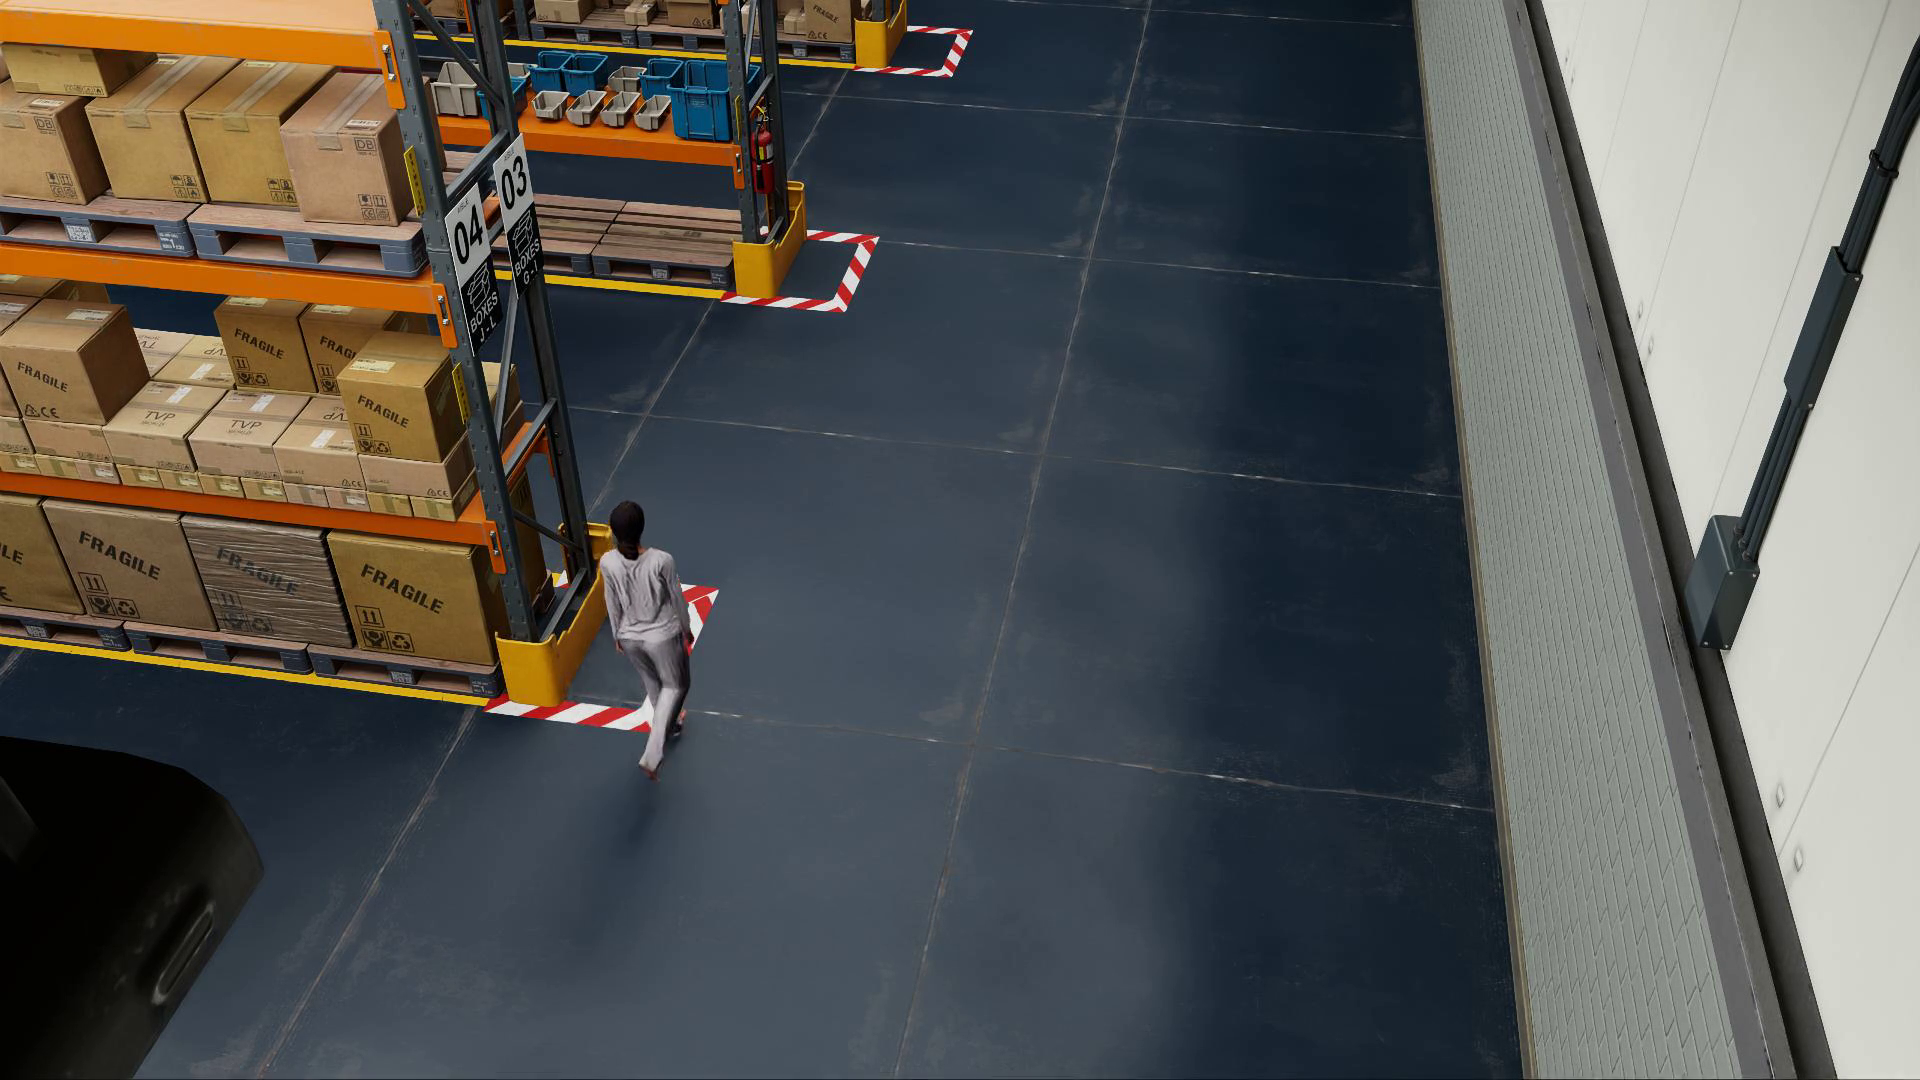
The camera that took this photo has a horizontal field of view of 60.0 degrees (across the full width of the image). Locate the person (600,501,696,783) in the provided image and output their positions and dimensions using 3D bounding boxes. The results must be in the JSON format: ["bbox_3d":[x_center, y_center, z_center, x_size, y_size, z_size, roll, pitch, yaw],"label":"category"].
[{"bbox_3d":[-1.706,0.577,9.112,0.867,1.756,0.649,6,38,7],"label":"person"}]
